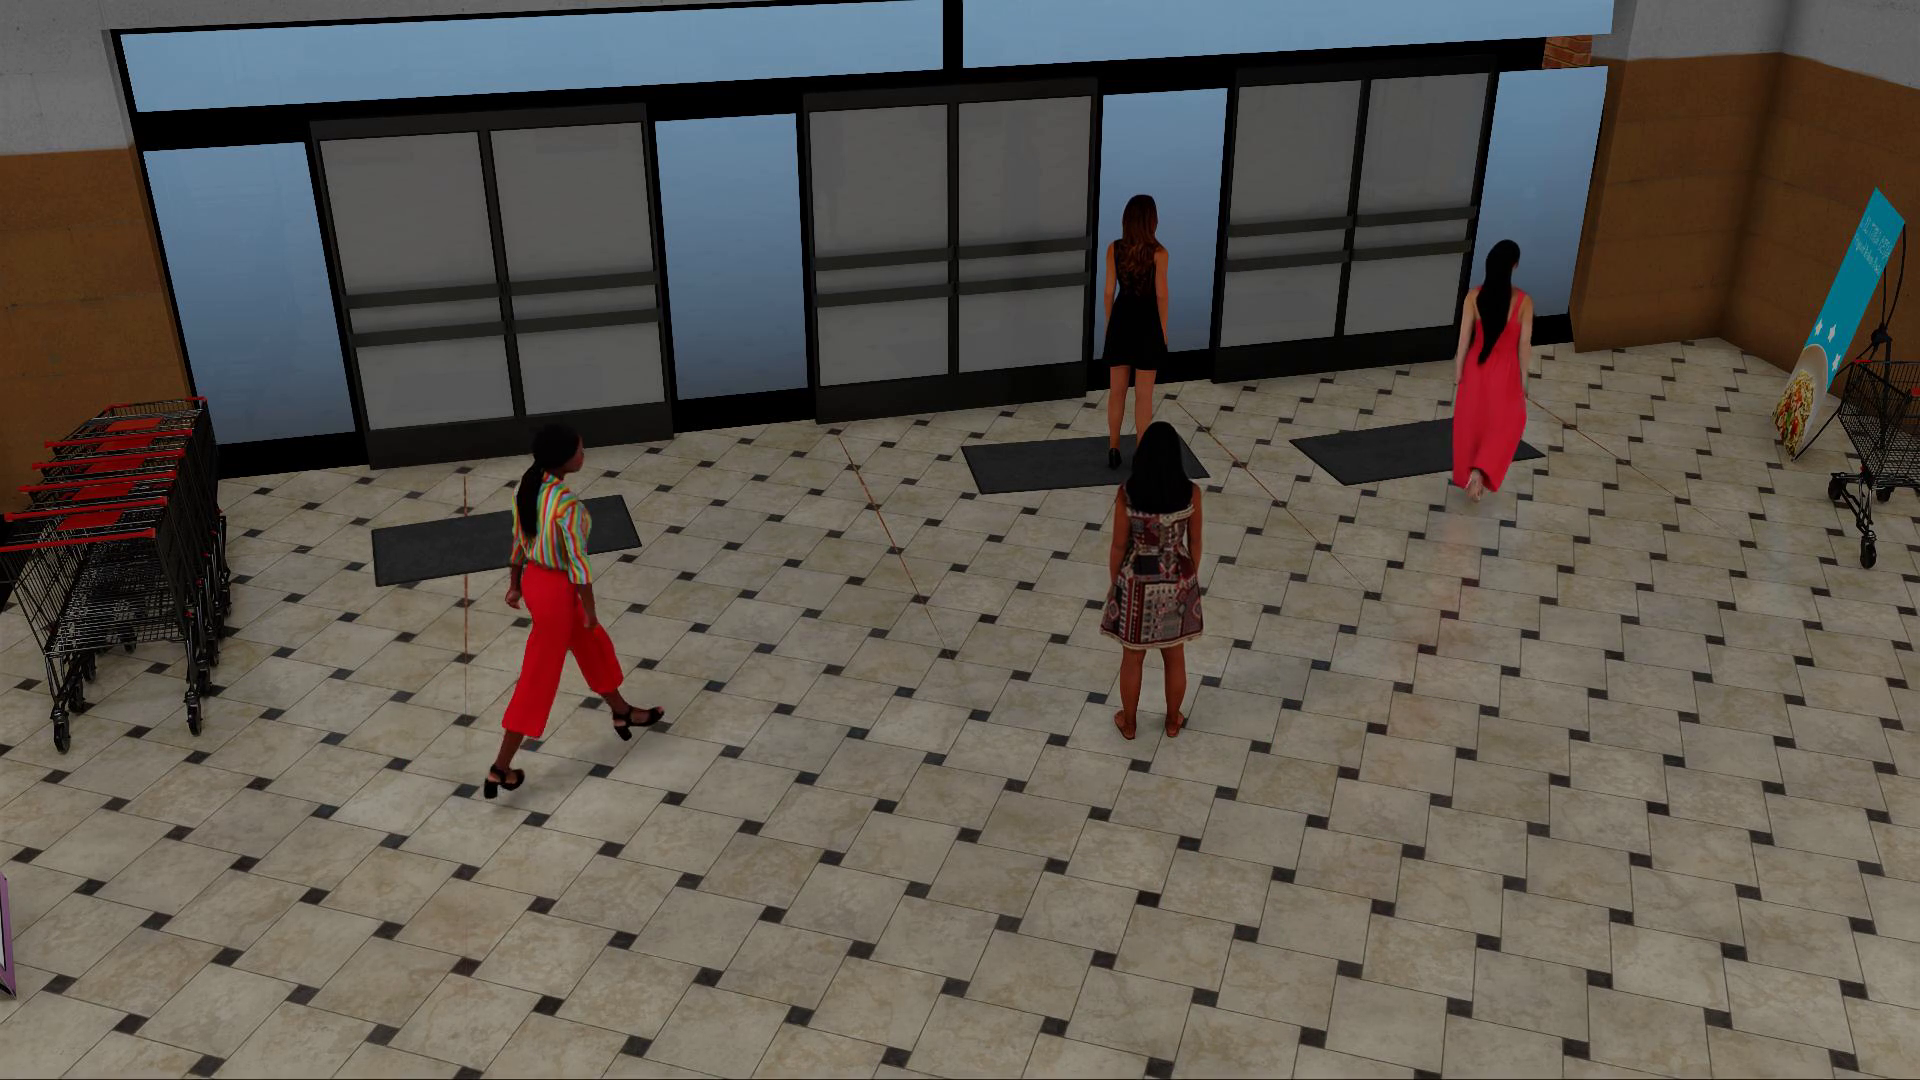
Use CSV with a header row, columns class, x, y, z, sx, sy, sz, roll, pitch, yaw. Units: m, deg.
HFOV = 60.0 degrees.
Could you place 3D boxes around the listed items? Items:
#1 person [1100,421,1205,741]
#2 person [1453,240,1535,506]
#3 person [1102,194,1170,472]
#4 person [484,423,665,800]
class,x,y,z,sx,sy,sz,roll,pitch,yaw
person,0.918,0.206,7.882,0.701,1.645,0.620,-1,27,-1
person,3.208,-0.956,10.094,0.855,1.717,0.922,13,30,25
person,1.114,-1.307,10.657,0.667,1.834,0.703,10,29,19
person,-1.908,0.369,7.475,1.204,1.723,1.089,21,34,36
